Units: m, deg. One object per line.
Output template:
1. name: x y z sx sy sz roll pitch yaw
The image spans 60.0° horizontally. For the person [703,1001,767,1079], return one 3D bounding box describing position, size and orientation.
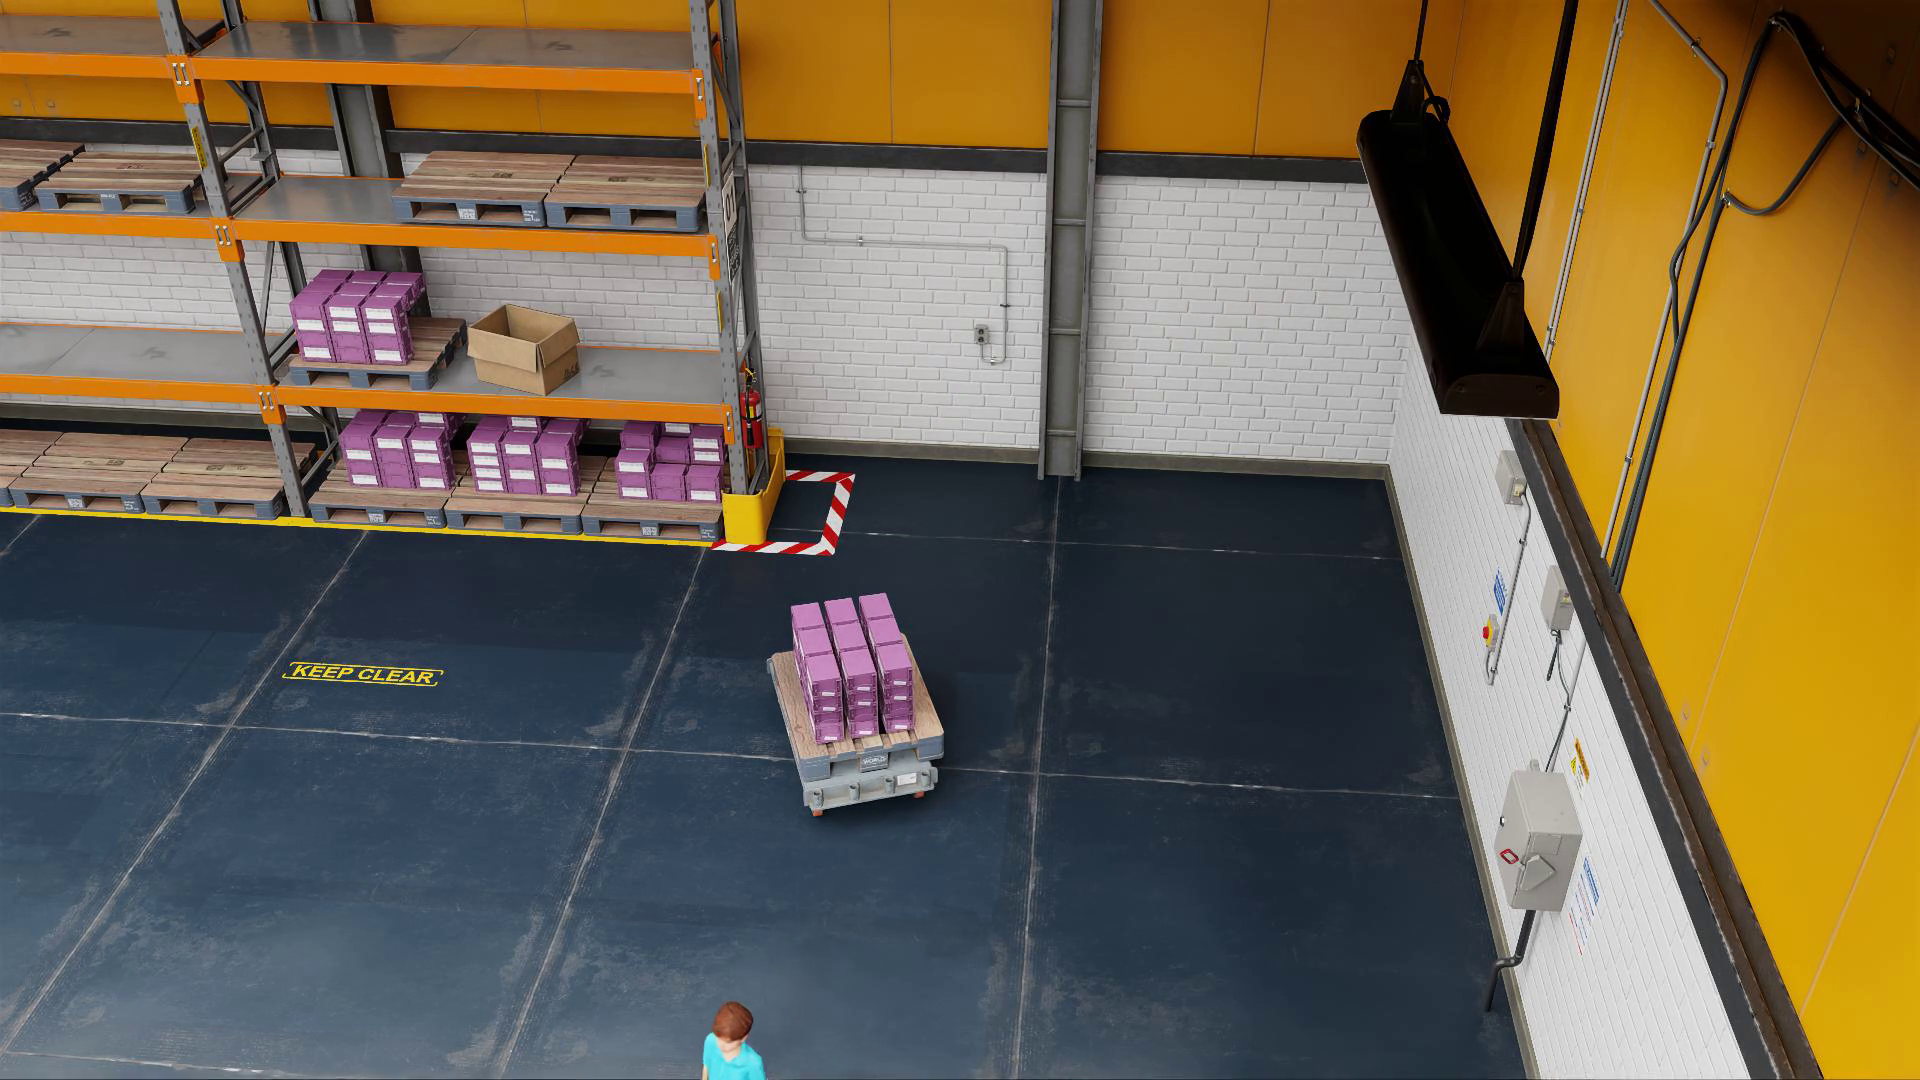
1. person: -1.141 2.917 8.750 0.904 1.426 0.852 20 39 27
